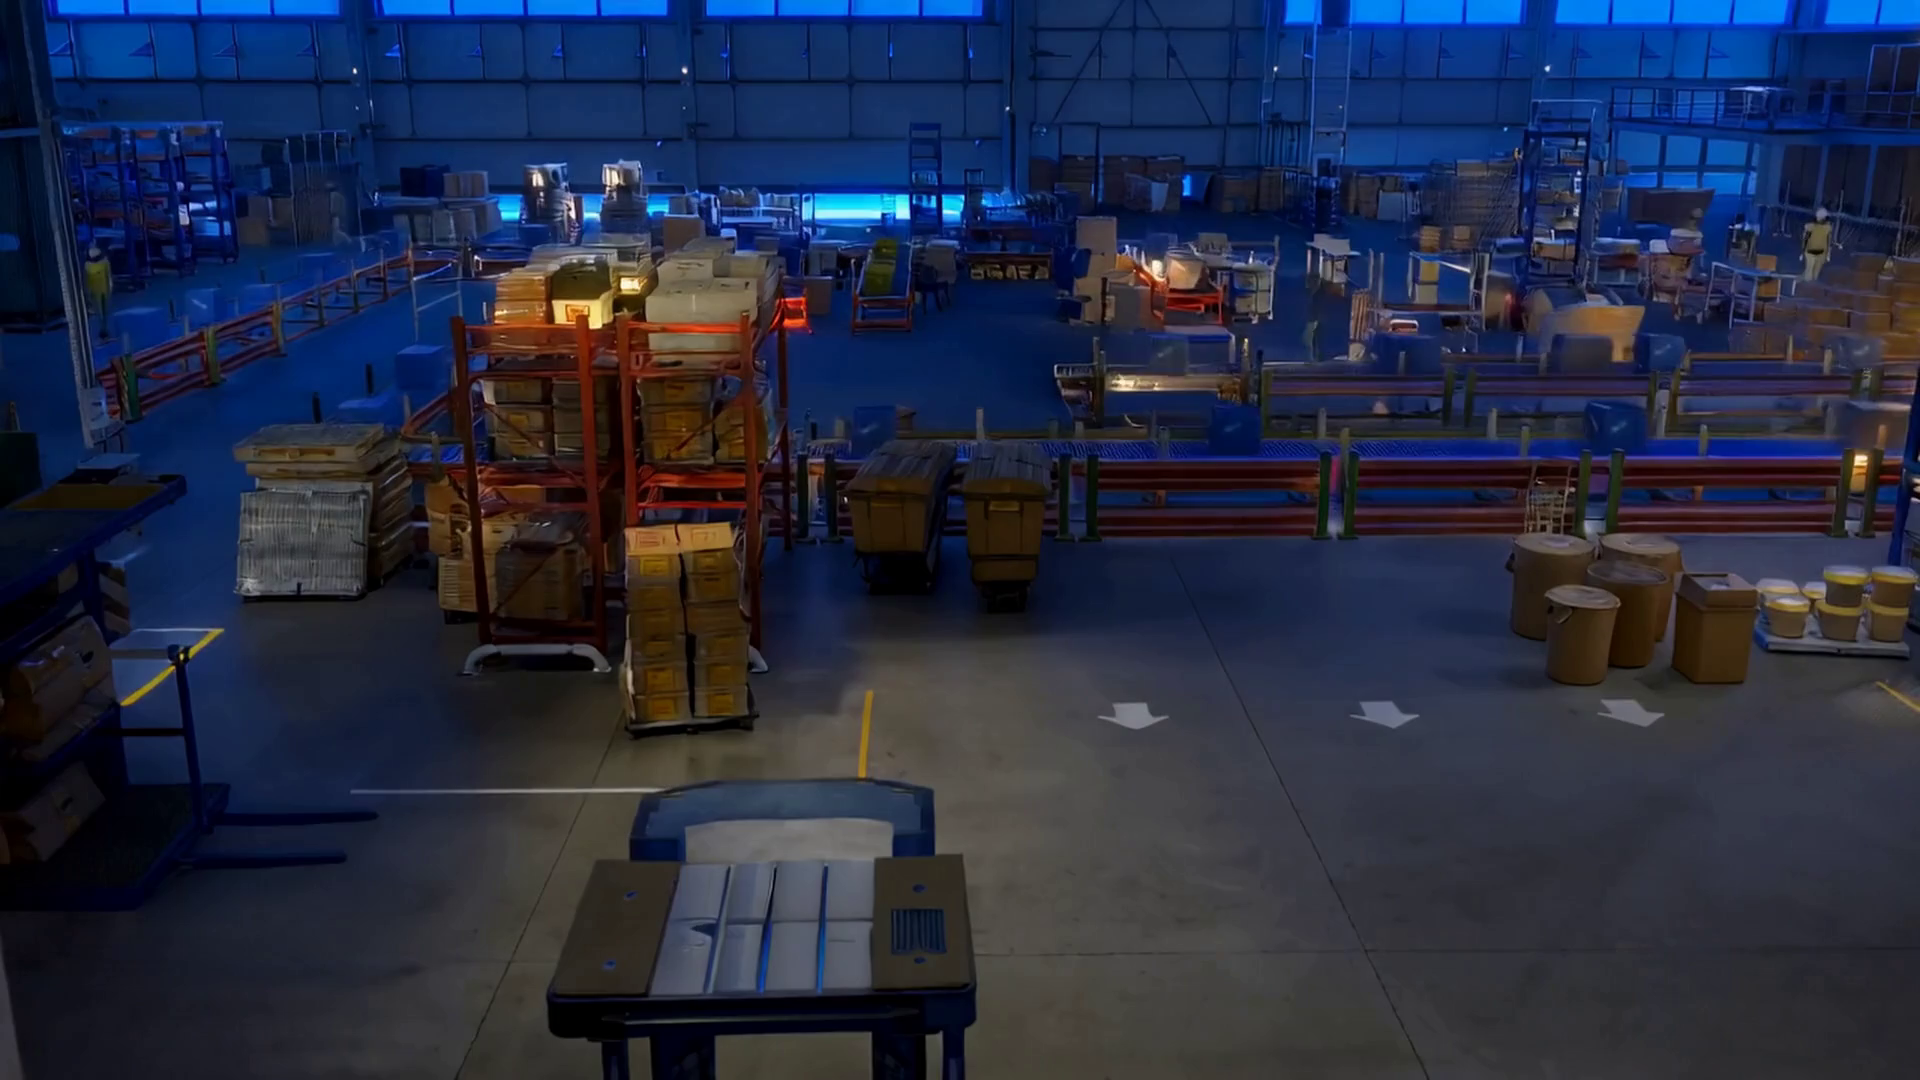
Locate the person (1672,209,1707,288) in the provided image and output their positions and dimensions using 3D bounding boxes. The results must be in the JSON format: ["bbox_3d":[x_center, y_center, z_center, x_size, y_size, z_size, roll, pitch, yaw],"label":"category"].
[{"bbox_3d":[16.624,-6.588,37.792,0.969,1.864,0.600,11,19,32],"label":"person"}]

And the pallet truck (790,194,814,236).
[{"bbox_3d":[-4.814,-9.883,50.259,0.704,1.261,1.522,-1,16,-3],"label":"pallet truck"}]

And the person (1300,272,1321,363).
[{"bbox_3d":[5.962,-3.744,28.338,0.508,1.613,0.518,6,17,19],"label":"person"}]

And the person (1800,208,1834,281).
[{"bbox_3d":[18.894,-6.308,36.643,0.617,1.963,0.871,4,17,13],"label":"person"}]

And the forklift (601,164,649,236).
[{"bbox_3d":[-9.948,-10.127,49.296,1.157,1.987,2.680,-1,16,-3],"label":"forklift"}]

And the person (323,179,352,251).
[{"bbox_3d":[-17.151,-8.941,45.771,0.561,1.972,0.644,-3,16,-9],"label":"person"}]

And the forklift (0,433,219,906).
[{"bbox_3d":[-5.952,0.780,10.366,1.873,2.768,1.129,0,16,-1],"label":"forklift"}]

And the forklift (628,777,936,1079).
[{"bbox_3d":[-0.542,2.165,5.552,1.129,2.768,1.873,-1,16,-2],"label":"forklift"}]

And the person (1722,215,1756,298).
[{"bbox_3d":[17.117,-6.228,36.588,0.596,1.831,0.403,15,22,41],"label":"person"}]

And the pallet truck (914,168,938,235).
[{"bbox_3d":[-0.989,-10.316,50.507,0.823,1.965,1.885,1,16,3],"label":"pallet truck"}]

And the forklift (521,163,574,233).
[{"bbox_3d":[-12.233,-10.122,49.298,1.157,1.987,2.680,0,16,-1],"label":"forklift"}]

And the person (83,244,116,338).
[{"bbox_3d":[-16.241,-4.686,31.352,0.533,1.765,0.331,1,16,5],"label":"person"}]

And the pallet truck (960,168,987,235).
[{"bbox_3d":[0.383,-10.230,50.206,0.823,1.965,1.885,-1,16,-3],"label":"pallet truck"}]

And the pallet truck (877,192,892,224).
[{"bbox_3d":[-2.277,-9.986,50.594,0.653,1.274,1.630,0,16,-1],"label":"pallet truck"}]

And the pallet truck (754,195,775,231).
[{"bbox_3d":[-6.051,-9.967,50.660,0.680,1.201,1.601,0,16,-1],"label":"pallet truck"}]
